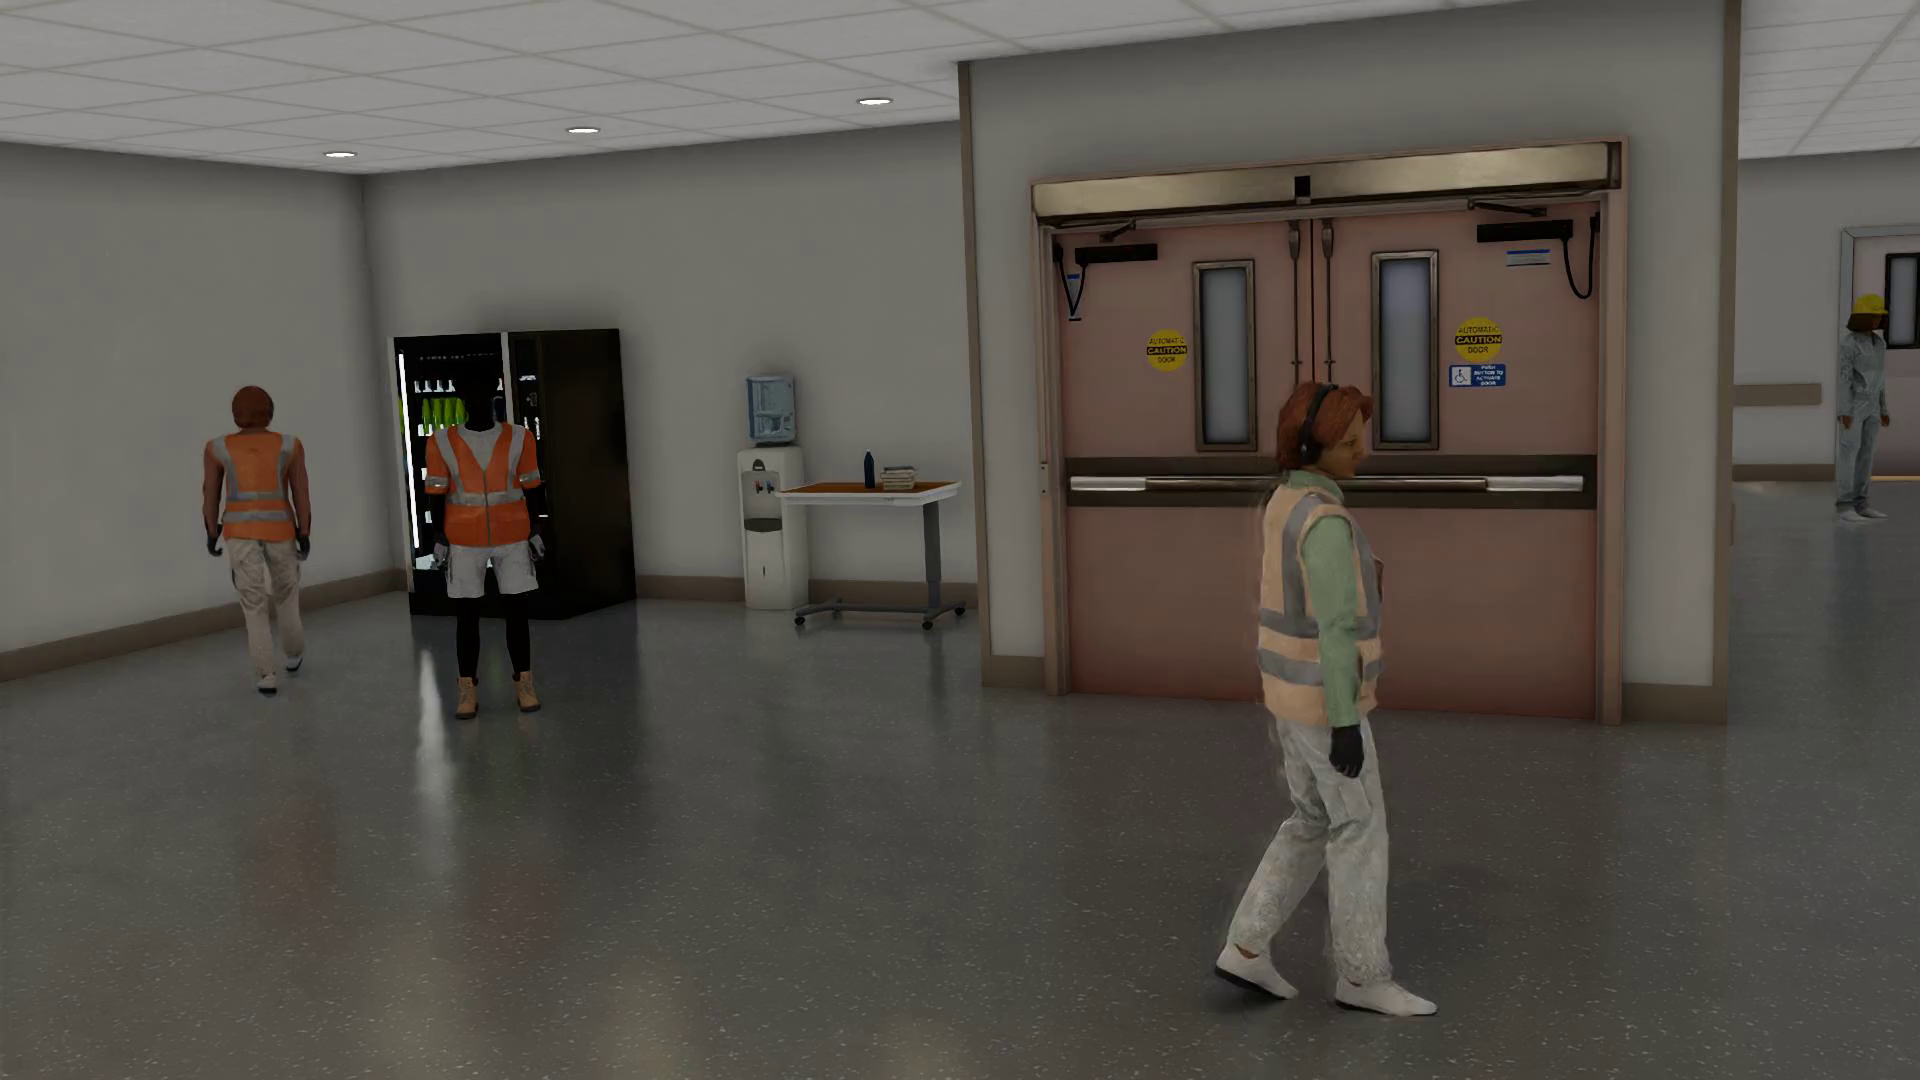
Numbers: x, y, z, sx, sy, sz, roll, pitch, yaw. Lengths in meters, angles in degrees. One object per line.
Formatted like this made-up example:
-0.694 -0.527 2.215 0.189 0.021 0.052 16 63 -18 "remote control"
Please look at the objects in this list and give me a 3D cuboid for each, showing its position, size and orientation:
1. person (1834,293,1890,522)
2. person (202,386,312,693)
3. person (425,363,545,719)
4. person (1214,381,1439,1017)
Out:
6.935 -1.011 12.746 0.489 1.743 0.311 -6 8 -28 "person"
-3.763 -0.016 8.932 0.531 1.601 0.816 -6 8 -24 "person"
-2.262 0.003 7.970 0.542 1.696 0.316 -5 8 -18 "person"
0.888 0.411 4.174 0.548 1.620 0.558 -2 7 0 "person"
